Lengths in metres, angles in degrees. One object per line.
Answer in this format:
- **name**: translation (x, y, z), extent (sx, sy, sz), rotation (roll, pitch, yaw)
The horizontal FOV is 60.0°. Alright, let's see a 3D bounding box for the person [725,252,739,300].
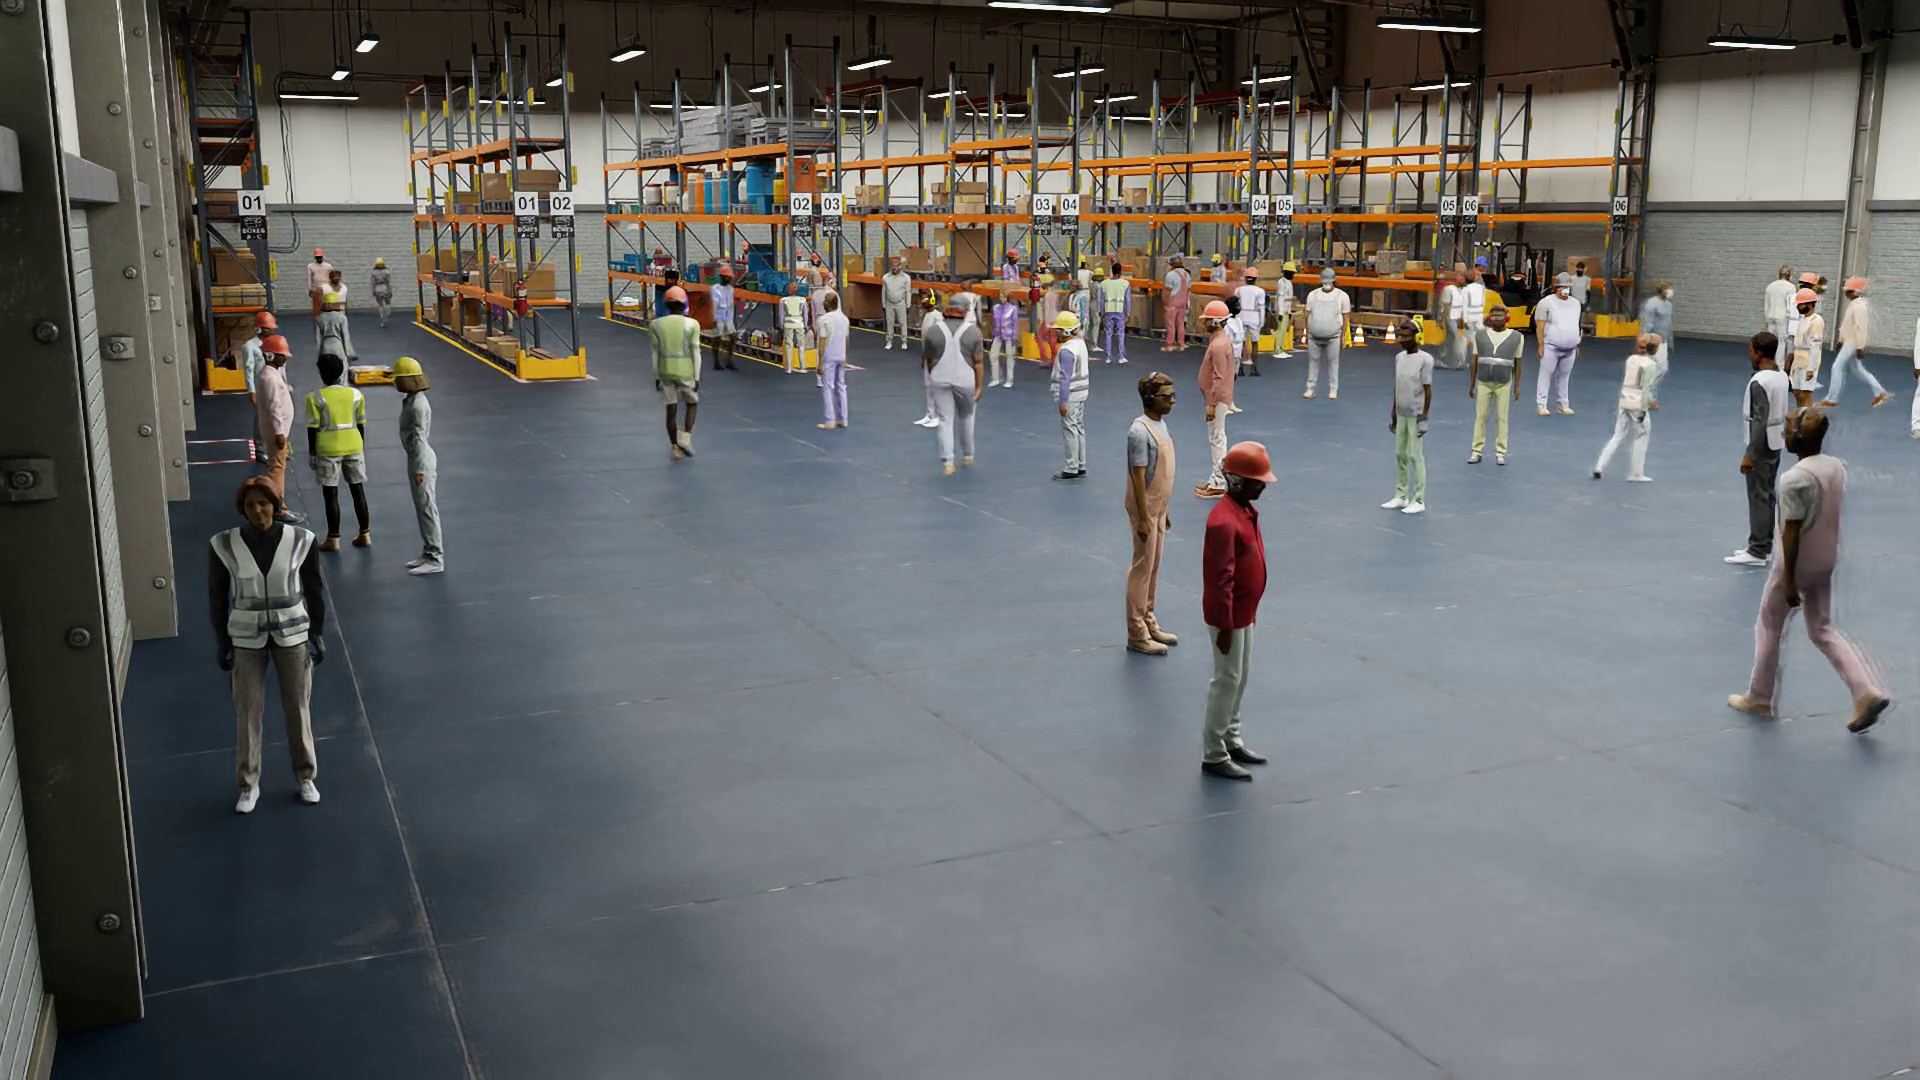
- **person**: translation (-5.668, -6.071, 40.706), extent (0.590, 1.914, 0.395), rotation (4, 12, 20)

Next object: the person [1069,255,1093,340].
- **person**: translation (2.744, -5.479, 37.670), extent (0.594, 1.923, 0.372), rotation (-2, 11, -10)

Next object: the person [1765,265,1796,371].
- **person**: translation (14.700, -3.942, 29.822), extent (0.376, 1.940, 0.627), rotation (-4, 12, -17)

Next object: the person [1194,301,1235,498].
- **person**: translation (2.588, -1.421, 16.872), extent (0.377, 1.995, 0.612), rotation (2, 11, 10)

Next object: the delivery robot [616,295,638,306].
- **delivery robot**: translation (-9.482, -6.741, 47.338), extent (0.477, 0.478, 0.707), rotation (5, 12, 26)

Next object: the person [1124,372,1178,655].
- **person**: translation (1.265, -0.179, 10.940), extent (0.345, 1.846, 0.508), rotation (4, 12, 21)

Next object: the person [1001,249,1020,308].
- **person**: translation (1.216, -5.733, 38.666), extent (0.389, 2.039, 0.616), rotation (7, 13, 32)

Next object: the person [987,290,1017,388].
- **person**: translation (0.688, -3.299, 27.352), extent (0.554, 1.613, 0.616), rotation (8, 14, 36)

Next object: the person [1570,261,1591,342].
- **person**: translation (13.486, -5.164, 36.279), extent (0.519, 1.845, 0.725), rotation (10, 15, 41)

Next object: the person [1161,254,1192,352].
- **person**: translation (4.474, -4.959, 34.731), extent (0.685, 2.000, 0.535), rotation (-10, 15, -40)

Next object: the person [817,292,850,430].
- **person**: translation (-1.689, -2.381, 22.169), extent (0.527, 1.830, 0.357), rotation (-10, 15, -42)

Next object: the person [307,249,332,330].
- **person**: translation (-15.786, -6.185, 41.079), extent (0.609, 1.996, 0.379), rotation (-5, 12, -24)

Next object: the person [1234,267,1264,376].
- **person**: translation (5.097, -3.847, 29.381), extent (0.543, 1.925, 0.394), rotation (3, 12, 16)

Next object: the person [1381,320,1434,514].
- **person**: translation (4.334, -1.193, 16.053), extent (0.315, 1.861, 0.506), rotation (-5, 12, -26)

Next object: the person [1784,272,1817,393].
- **person**: translation (13.482, -3.314, 26.660), extent (0.376, 1.928, 0.542), rotation (-2, 11, -9)

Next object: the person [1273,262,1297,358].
- **person**: translation (6.477, -4.570, 33.091), extent (0.419, 1.917, 0.582), rotation (5, 12, 25)

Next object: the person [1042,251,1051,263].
- **person**: translation (2.814, -8.612, 54.335), extent (0.286, 1.633, 0.499), rotation (7, 13, 30)

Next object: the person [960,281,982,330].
- **person**: translation (0.140, -4.176, 31.932), extent (0.578, 1.571, 0.917), rotation (-1, 11, -4)

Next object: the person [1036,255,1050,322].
- **person**: translation (1.975, -5.908, 40.024), extent (0.522, 1.865, 0.318), rotation (9, 14, 39)

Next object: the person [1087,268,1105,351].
- **person**: translation (2.870, -4.828, 34.857), extent (0.342, 1.735, 0.483), rotation (-3, 12, -17)

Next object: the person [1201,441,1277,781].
- **person**: translation (1.420, 0.355, 8.496), extent (0.348, 1.740, 0.575), rotation (4, 12, 21)

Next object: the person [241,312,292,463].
- **person**: translation (-8.010, -1.763, 19.242), extent (0.353, 1.744, 0.568), rotation (5, 12, 22)

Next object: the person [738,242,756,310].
- **person**: translation (-6.320, -7.868, 49.569), extent (0.612, 2.028, 0.409), rotation (3, 11, 14)

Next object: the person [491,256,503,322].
- **person**: translation (-12.351, -6.666, 44.143), extent (0.573, 1.748, 0.342), rotation (7, 13, 33)

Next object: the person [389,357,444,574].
- **person**: translation (-4.372, -0.598, 13.357), extent (0.329, 1.736, 0.486), rotation (-5, 12, -23)

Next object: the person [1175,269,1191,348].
- **person**: translation (4.753, -4.935, 35.514), extent (0.319, 1.690, 0.540), rotation (-2, 11, -10)

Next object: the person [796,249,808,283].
- **person**: translation (-5.041, -8.276, 52.367), extent (0.574, 1.738, 0.352), rotation (-3, 11, -14)

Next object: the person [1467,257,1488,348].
- **person**: translation (11.088, -5.097, 35.698), extent (0.403, 1.937, 0.604), rotation (4, 12, 21)

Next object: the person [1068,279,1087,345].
- **person**: translation (2.230, -4.101, 31.424), extent (0.316, 1.633, 0.525), rotation (-5, 12, -24)

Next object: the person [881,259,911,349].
- **person**: translation (-1.359, -4.988, 35.263), extent (0.641, 1.899, 0.395), rotation (2, 11, 12)

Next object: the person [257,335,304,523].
- **person**: translation (-6.371, -1.037, 15.557), extent (0.337, 1.742, 0.561), rotation (-5, 12, -25)

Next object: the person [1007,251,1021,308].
- **person**: translation (1.549, -7.677, 49.289), extent (0.535, 1.746, 0.582), rotation (-7, 13, -30)

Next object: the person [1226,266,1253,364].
- **person**: translation (5.285, -4.263, 31.600), extent (0.732, 1.884, 0.660), rotation (-8, 13, -34)

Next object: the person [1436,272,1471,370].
- **person**: translation (9.154, -4.011, 30.527), extent (0.854, 1.796, 0.613), rotation (9, 14, 37)

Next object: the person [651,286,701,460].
- **person**: translation (-3.298, -1.940, 19.417), extent (0.603, 2.028, 0.433), rotation (1, 11, 7)
